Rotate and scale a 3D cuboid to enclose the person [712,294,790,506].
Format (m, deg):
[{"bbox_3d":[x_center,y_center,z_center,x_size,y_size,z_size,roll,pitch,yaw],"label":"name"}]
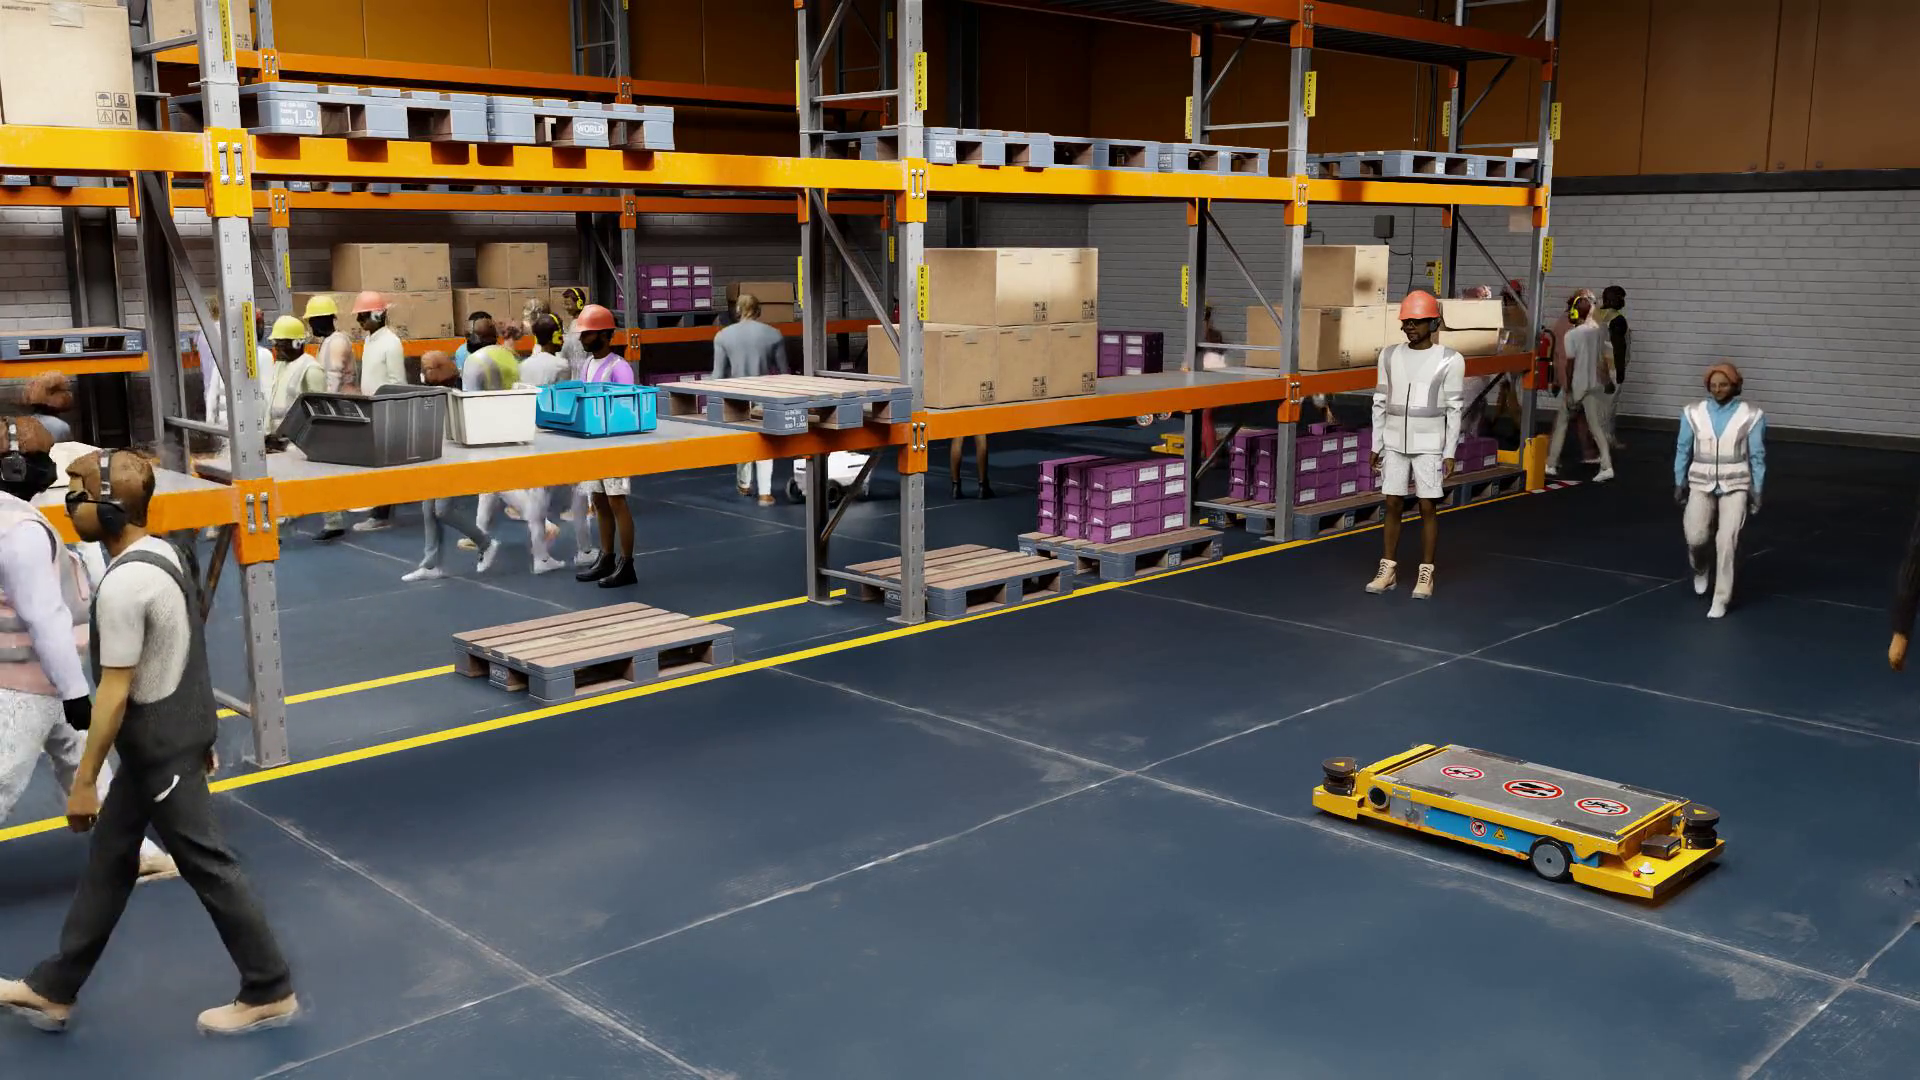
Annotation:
[{"bbox_3d":[-1.874,-1.268,15.019,0.708,1.868,1.042,-1,10,-8],"label":"person"}]

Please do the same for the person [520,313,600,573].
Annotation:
[{"bbox_3d":[-2.863,-0.704,12.011,0.543,1.843,0.737,6,12,31],"label":"person"}]

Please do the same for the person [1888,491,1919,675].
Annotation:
[{"bbox_3d":[3.753,0.354,6.017,0.629,1.932,1.042,3,11,16],"label":"person"}]

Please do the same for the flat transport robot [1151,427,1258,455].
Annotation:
[{"bbox_3d":[2.863,-1.094,18.439,1.431,0.197,0.652,-8,13,-37],"label":"flat transport robot"}]

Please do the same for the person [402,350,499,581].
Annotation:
[{"bbox_3d":[-3.597,-0.517,11.613,0.619,1.612,0.527,-7,13,-34],"label":"person"}]

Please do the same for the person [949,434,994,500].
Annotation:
[{"bbox_3d":[0.076,-1.329,15.169,0.542,1.939,0.366,2,11,8],"label":"person"}]

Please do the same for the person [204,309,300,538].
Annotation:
[{"bbox_3d":[-5.756,-0.950,13.411,0.613,1.822,1.053,5,12,27],"label":"person"}]

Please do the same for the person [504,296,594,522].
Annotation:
[{"bbox_3d":[-3.511,-1.093,14.032,0.834,1.890,0.716,-3,11,-14],"label":"person"}]

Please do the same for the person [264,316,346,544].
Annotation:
[{"bbox_3d":[-5.171,-0.816,12.779,0.920,1.784,0.598,-9,14,-42],"label":"person"}]

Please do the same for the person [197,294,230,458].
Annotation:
[{"bbox_3d":[-6.362,-1.187,14.441,0.646,1.920,0.482,8,13,37],"label":"person"}]

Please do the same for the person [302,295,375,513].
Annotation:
[{"bbox_3d":[-5.463,-1.142,14.307,0.921,1.885,0.597,-7,13,-35],"label":"person"}]

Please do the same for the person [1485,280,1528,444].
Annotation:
[{"bbox_3d":[6.368,-2.096,19.508,0.566,1.879,0.997,-5,12,-25],"label":"person"}]

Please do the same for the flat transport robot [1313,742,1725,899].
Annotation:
[{"bbox_3d":[2.201,1.069,6.644,0.652,0.197,1.431,-10,14,-44],"label":"flat transport robot"}]

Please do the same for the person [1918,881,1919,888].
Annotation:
[{"bbox_3d":[3.774,0.505,5.558,0.869,1.809,0.585,0,10,1],"label":"person"}]

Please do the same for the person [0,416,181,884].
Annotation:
[{"bbox_3d":[-3.276,0.460,5.823,0.971,1.796,0.644,-8,13,-38],"label":"person"}]

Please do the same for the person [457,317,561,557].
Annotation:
[{"bbox_3d":[-3.440,-0.774,12.556,0.888,1.798,0.699,2,11,13],"label":"person"}]

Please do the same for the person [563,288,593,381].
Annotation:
[{"bbox_3d":[-3.968,-1.692,17.355,0.328,1.865,0.520,-7,13,-34],"label":"person"}]

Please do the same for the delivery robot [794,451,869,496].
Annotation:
[{"bbox_3d":[-1.145,-0.637,14.917,0.477,0.478,0.707,10,14,42],"label":"delivery robot"}]

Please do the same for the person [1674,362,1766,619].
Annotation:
[{"bbox_3d":[4.847,-0.334,10.611,0.543,1.620,0.507,7,12,33],"label":"person"}]

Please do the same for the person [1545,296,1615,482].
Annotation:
[{"bbox_3d":[6.132,-1.490,16.406,0.525,1.818,1.017,-4,11,-21],"label":"person"}]

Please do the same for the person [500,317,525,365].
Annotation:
[{"bbox_3d":[-4.633,-1.447,16.746,0.773,1.596,0.544,-1,10,-6],"label":"person"}]

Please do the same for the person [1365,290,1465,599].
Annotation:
[{"bbox_3d":[3.010,-0.626,11.049,0.605,2.045,0.379,7,13,35],"label":"person"}]

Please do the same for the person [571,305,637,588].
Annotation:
[{"bbox_3d":[-2.455,-0.639,11.411,0.363,1.935,0.553,-9,14,-41],"label":"person"}]

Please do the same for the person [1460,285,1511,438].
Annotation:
[{"bbox_3d":[5.483,-1.707,17.390,0.800,1.879,0.655,-2,11,-13],"label":"person"}]

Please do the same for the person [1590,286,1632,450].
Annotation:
[{"bbox_3d":[7.333,-1.943,18.785,0.429,1.844,0.626,-2,11,-9],"label":"person"}]

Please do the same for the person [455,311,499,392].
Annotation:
[{"bbox_3d":[-4.529,-1.319,15.773,0.317,1.696,0.540,6,12,29],"label":"person"}]

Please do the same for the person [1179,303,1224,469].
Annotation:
[{"bbox_3d":[2.496,-1.611,17.258,0.624,1.730,0.579,8,13,39],"label":"person"}]

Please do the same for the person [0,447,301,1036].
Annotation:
[{"bbox_3d":[-2.476,0.626,4.903,0.977,1.790,0.535,-3,11,-16],"label":"person"}]

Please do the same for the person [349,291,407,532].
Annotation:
[{"bbox_3d":[-4.667,-1.078,13.754,0.814,1.966,0.634,-8,13,-38],"label":"person"}]

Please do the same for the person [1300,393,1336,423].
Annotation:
[{"bbox_3d":[3.609,-1.745,17.333,1.094,1.989,0.610,-6,12,-31],"label":"person"}]

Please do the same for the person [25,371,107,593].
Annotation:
[{"bbox_3d":[-5.501,-0.242,10.193,0.515,1.582,0.847,8,13,38],"label":"person"}]

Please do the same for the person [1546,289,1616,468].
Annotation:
[{"bbox_3d":[6.410,-1.661,17.258,0.953,1.867,0.646,-2,11,-9],"label":"person"}]
